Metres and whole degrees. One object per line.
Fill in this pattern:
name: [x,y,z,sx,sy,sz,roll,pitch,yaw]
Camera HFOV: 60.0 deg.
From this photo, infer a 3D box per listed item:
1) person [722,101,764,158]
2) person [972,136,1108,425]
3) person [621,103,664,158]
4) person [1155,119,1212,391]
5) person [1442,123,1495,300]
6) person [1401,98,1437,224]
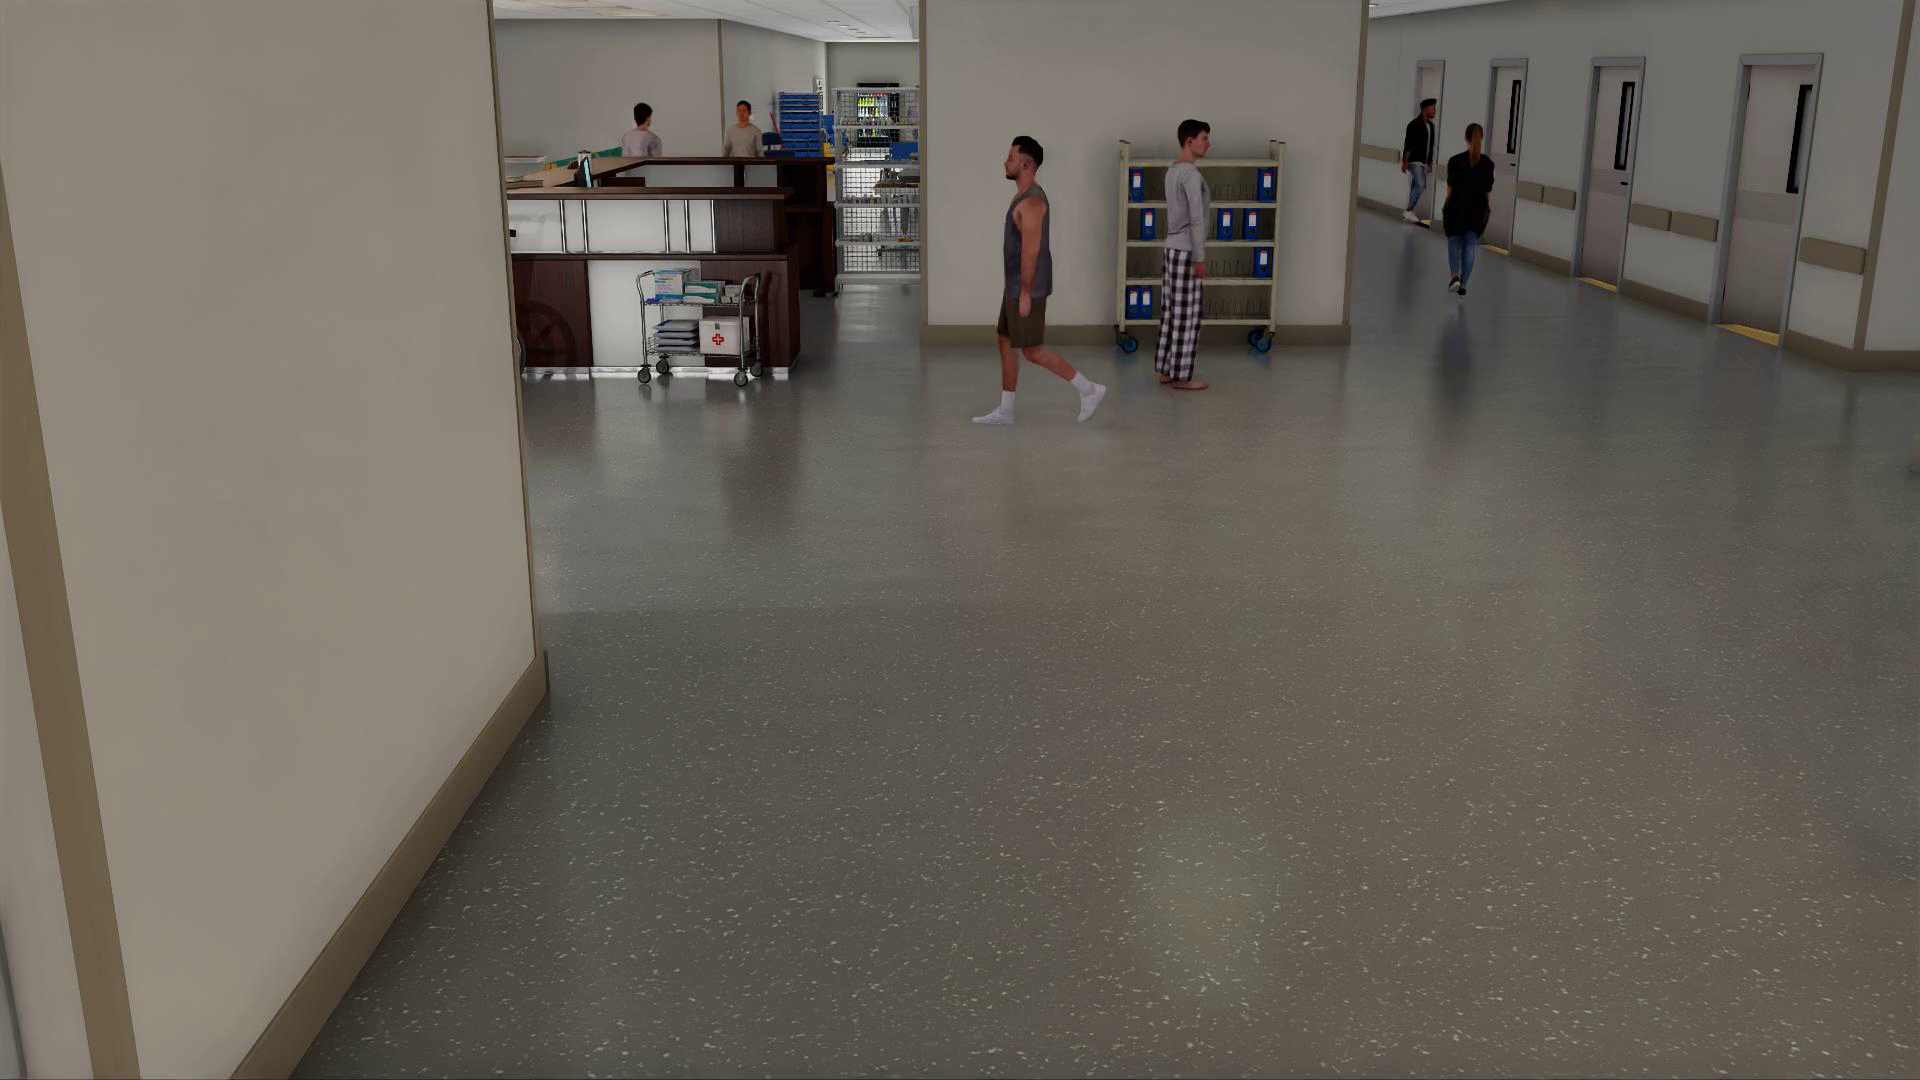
person: [-2.740,-4.672,21.281,1.108,1.766,0.903,4,16,13]
person: [0.507,-1.562,10.344,1.093,1.823,0.663,1,16,3]
person: [-3.464,-3.742,17.883,1.004,1.822,1.028,10,19,32]
person: [1.563,-2.000,11.655,0.614,1.847,0.673,-3,16,-12]
person: [4.943,-3.180,16.165,0.692,1.671,0.762,4,16,12]
person: [6.616,-5.523,24.286,0.836,1.774,0.916,-11,19,-34]
